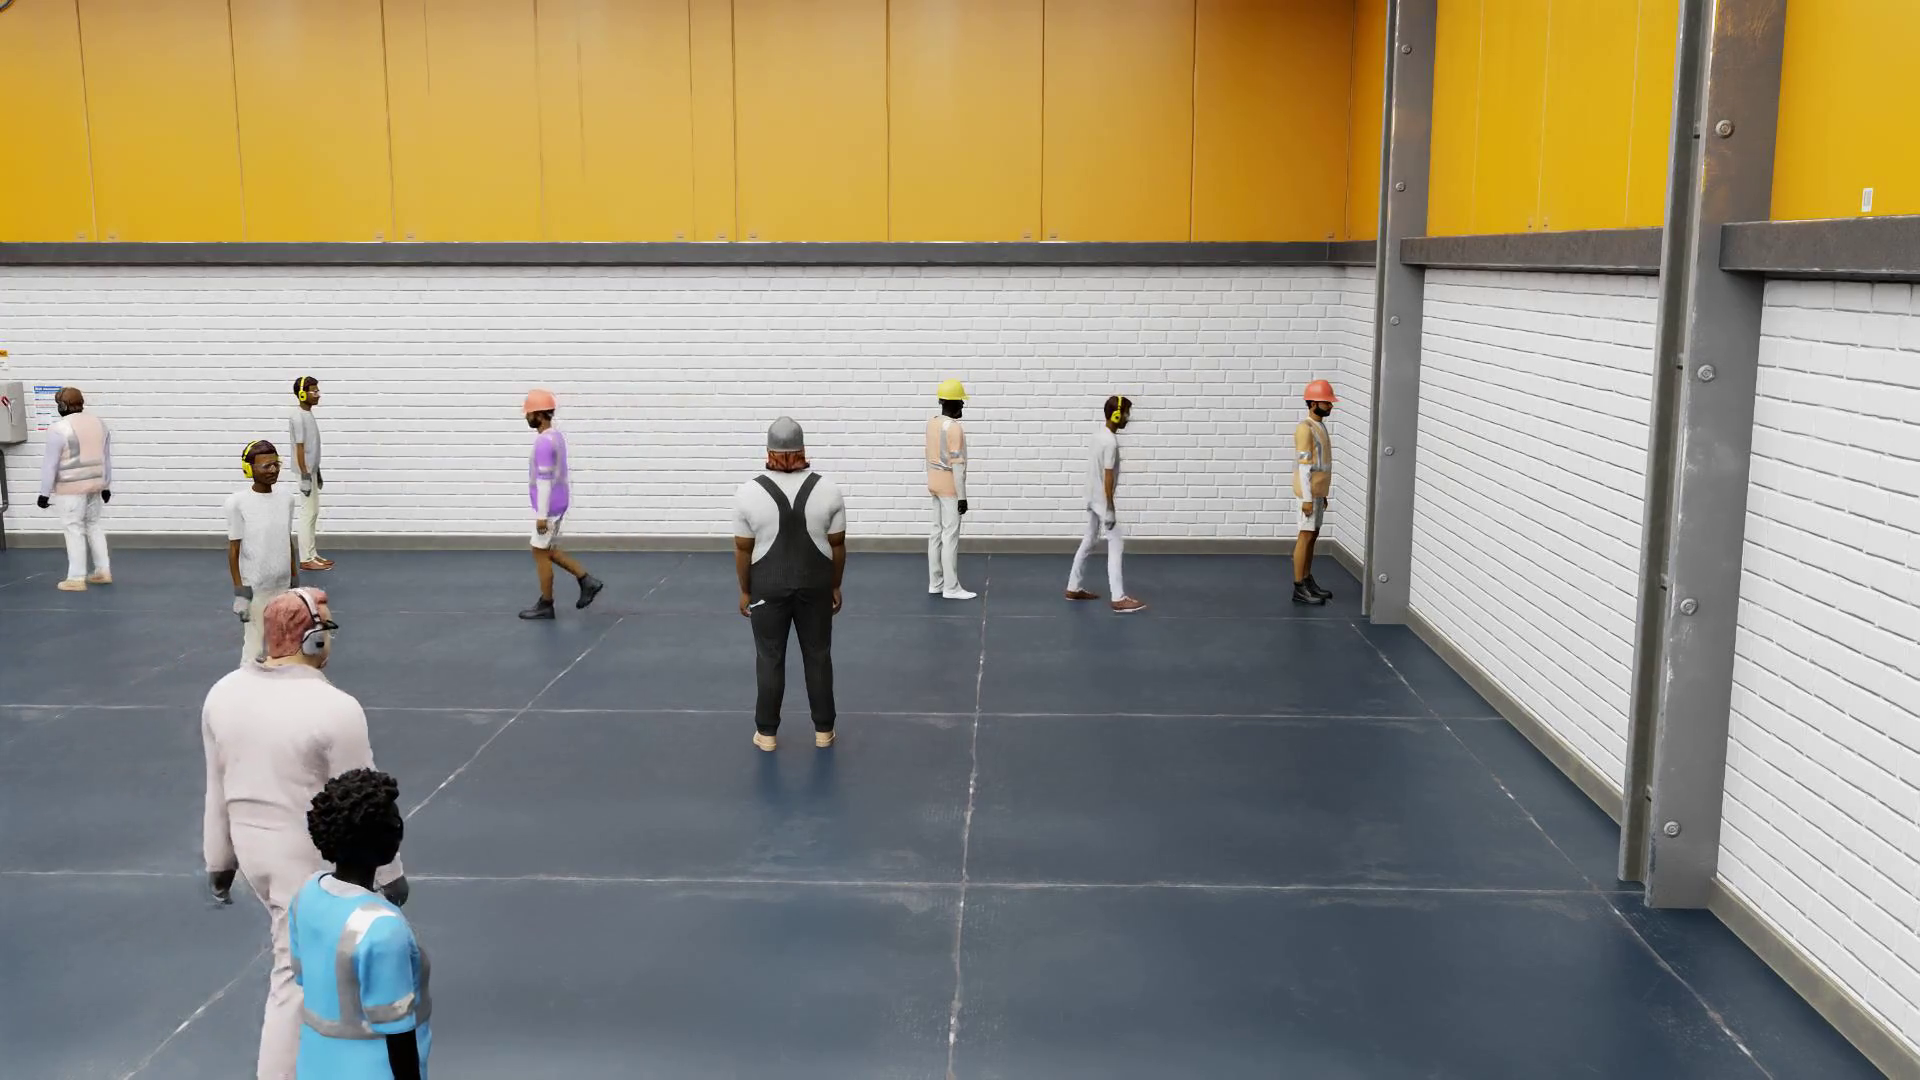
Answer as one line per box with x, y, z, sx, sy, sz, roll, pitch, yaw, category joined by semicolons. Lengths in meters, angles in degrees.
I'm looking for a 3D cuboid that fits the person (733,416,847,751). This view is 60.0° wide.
-1.042;0.259;10.126;0.683;2.000;0.538;-2;10;-12;person

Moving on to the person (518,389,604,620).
-3.333;-0.284;13.672;0.584;1.920;0.544;-1;10;-3;person

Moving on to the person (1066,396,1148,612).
1.264;-0.316;14.171;0.541;1.828;0.720;-2;10;-12;person

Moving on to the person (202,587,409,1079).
-2.205;1.080;5.820;0.684;1.861;0.938;5;11;26;person

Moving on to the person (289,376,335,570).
-6.204;-0.632;15.879;0.332;1.866;0.515;-2;10;-10;person

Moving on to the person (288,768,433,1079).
-1.535;1.421;4.330;0.537;1.696;0.318;9;13;43;person

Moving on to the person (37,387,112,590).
-7.913;-0.453;14.905;0.437;1.841;0.640;3;10;16;person

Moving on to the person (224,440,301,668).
-4.297;0.306;10.347;0.332;1.874;0.520;5;11;28;person

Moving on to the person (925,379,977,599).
-0.096;-0.445;14.574;0.369;1.928;0.586;-5;11;-27;person

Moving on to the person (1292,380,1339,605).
3.074;-0.419;14.395;0.362;1.938;0.545;5;11;25;person
